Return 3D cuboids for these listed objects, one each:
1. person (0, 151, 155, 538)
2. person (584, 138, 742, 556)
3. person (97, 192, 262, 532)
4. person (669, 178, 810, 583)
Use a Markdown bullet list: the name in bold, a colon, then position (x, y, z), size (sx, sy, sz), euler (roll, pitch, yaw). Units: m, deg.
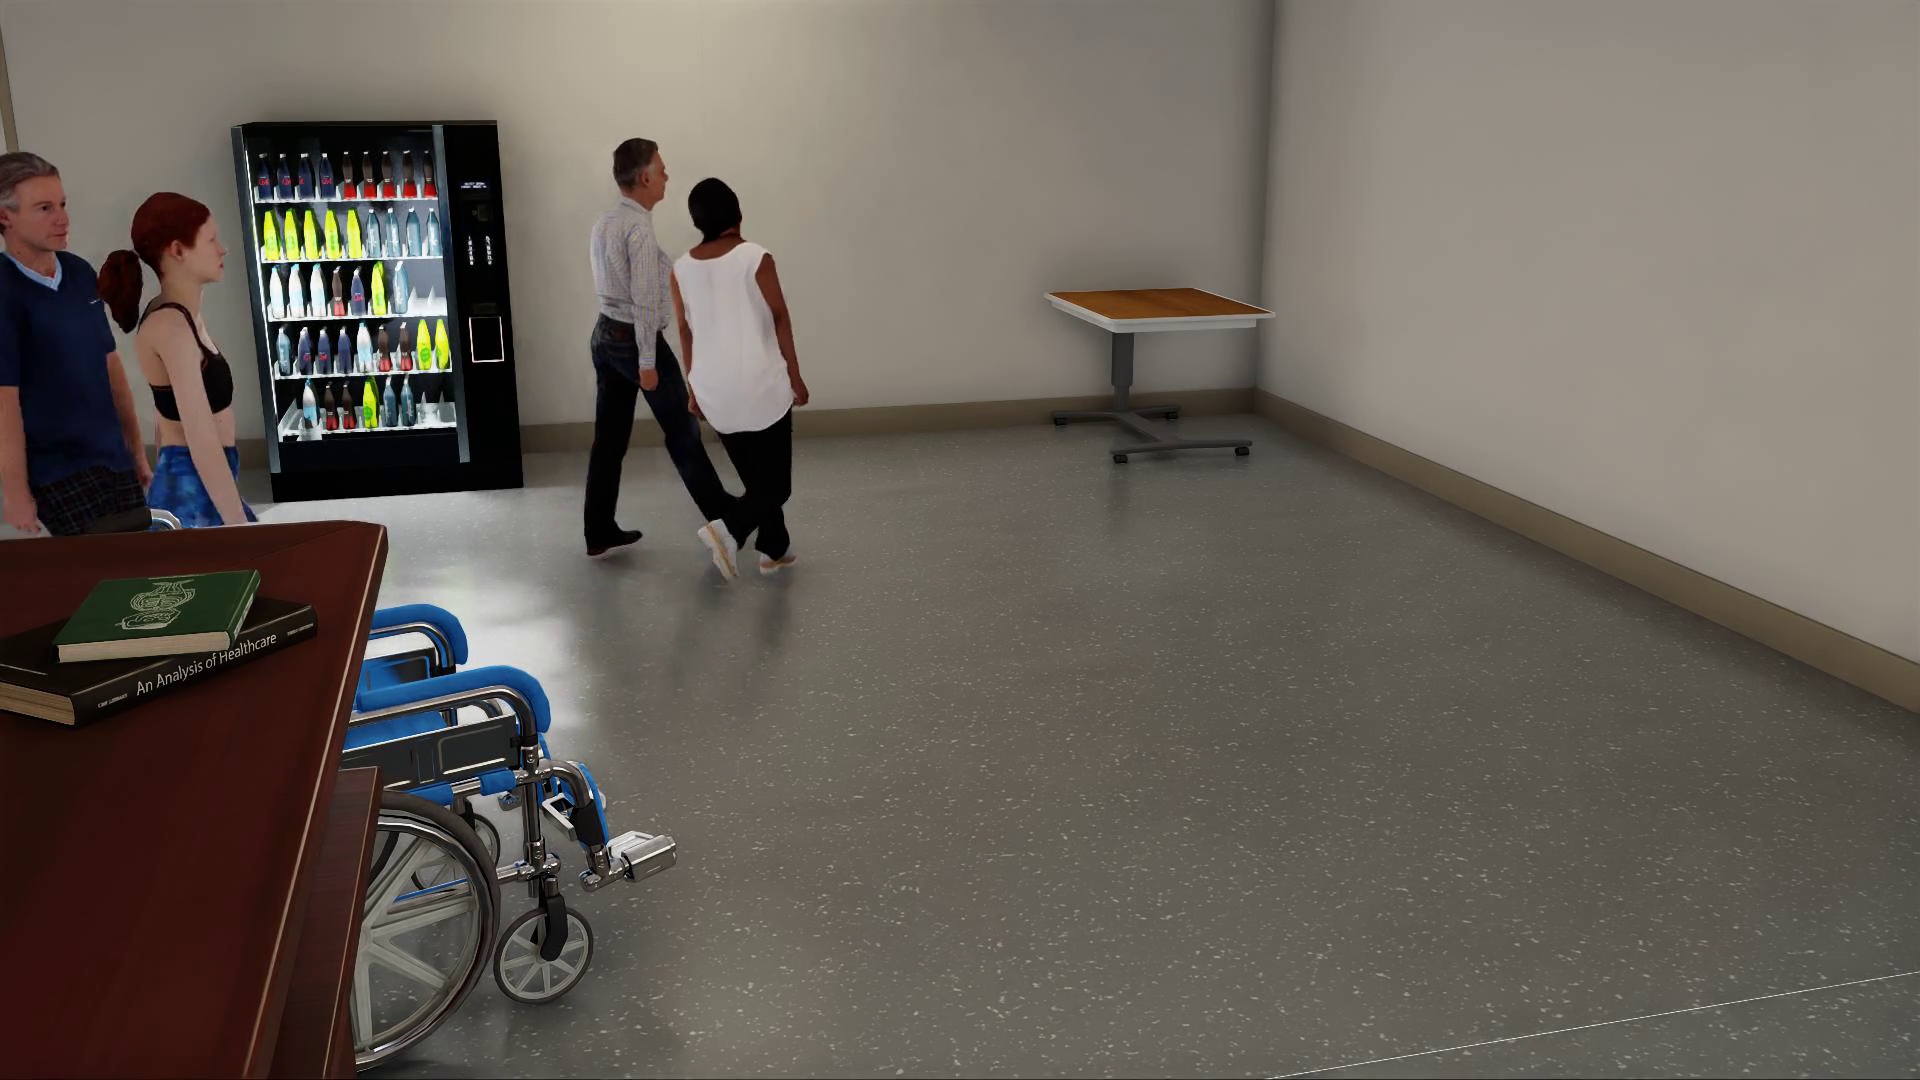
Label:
- **person**: position (-2.656, -0.168, 4.907), size (1.082, 1.818, 0.923), euler (2, 16, 8)
- **person**: position (-1.482, -0.802, 7.215), size (1.180, 1.788, 0.960), euler (-12, 20, -36)
- **person**: position (-2.124, 0.013, 4.437), size (1.291, 1.727, 0.707), euler (-7, 17, -23)
- **person**: position (-0.908, -0.613, 6.788), size (0.958, 1.655, 1.038), euler (14, 21, 41)
